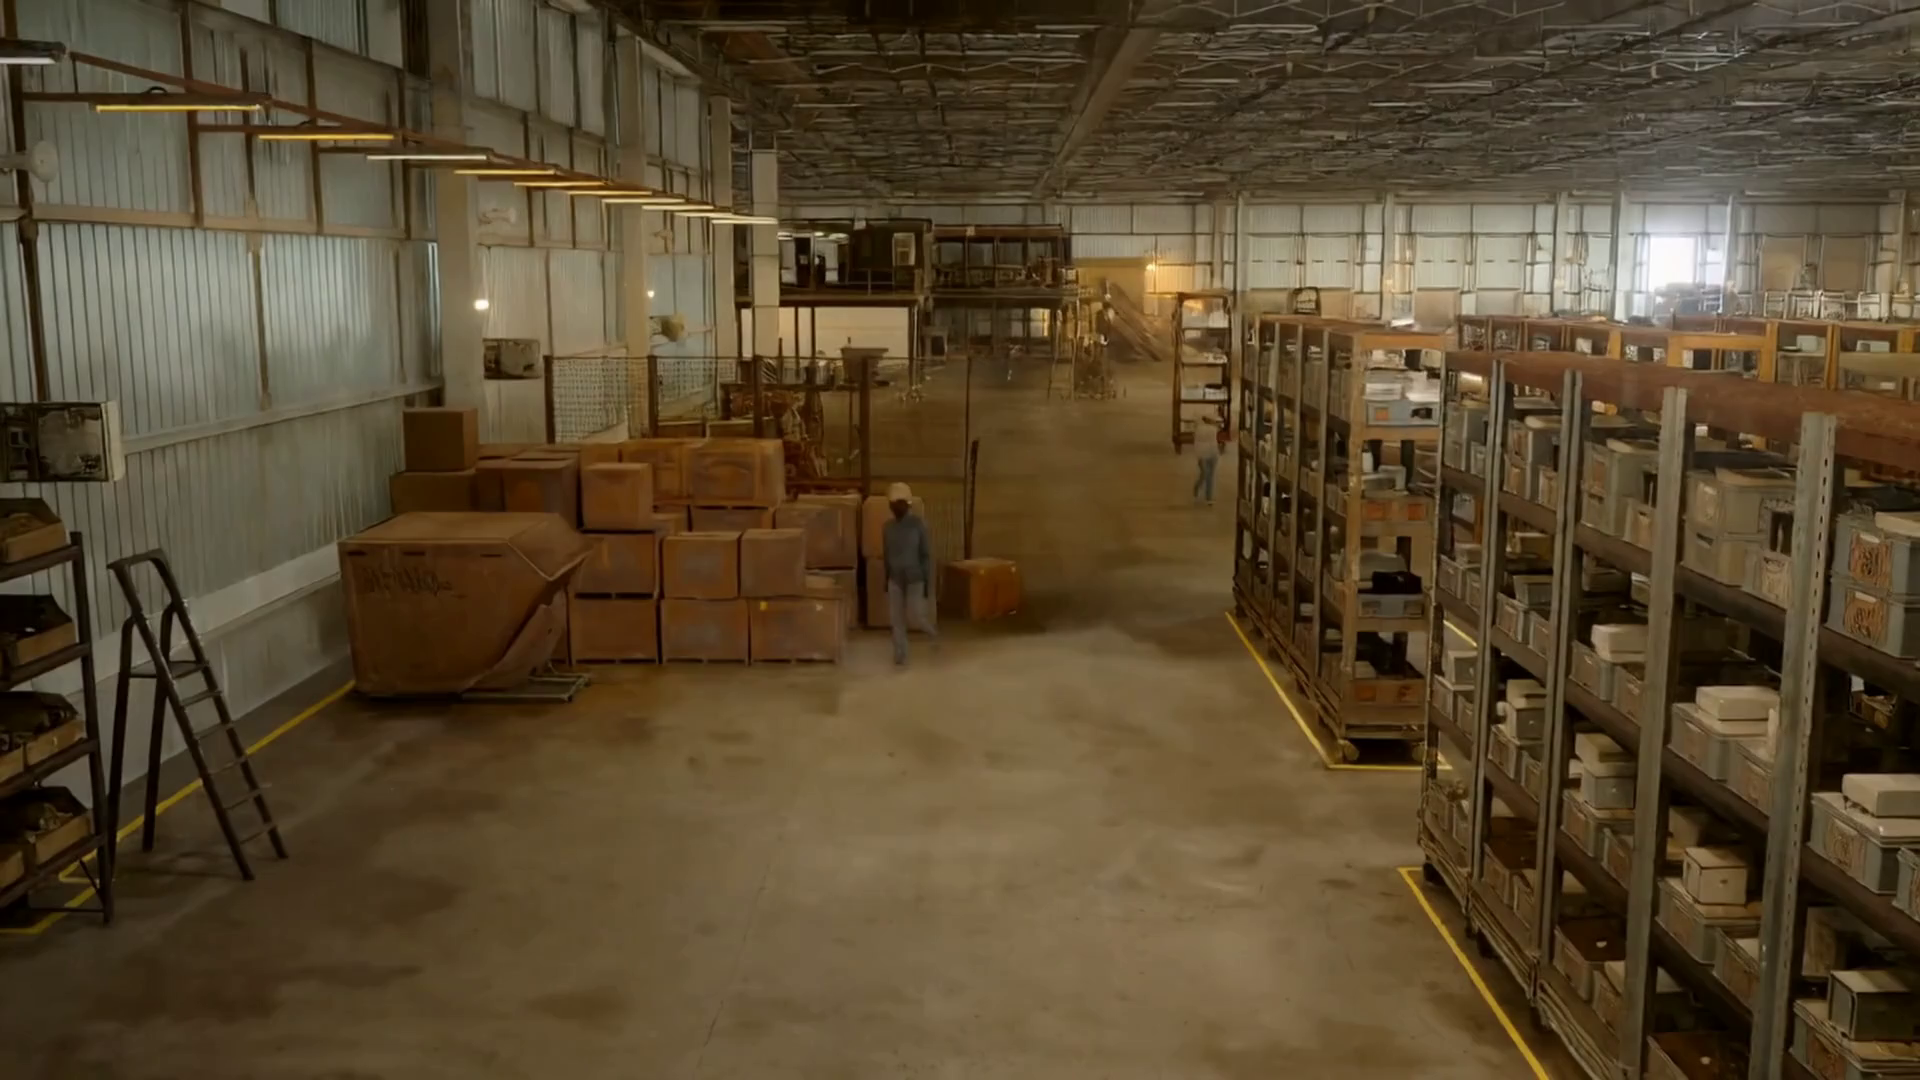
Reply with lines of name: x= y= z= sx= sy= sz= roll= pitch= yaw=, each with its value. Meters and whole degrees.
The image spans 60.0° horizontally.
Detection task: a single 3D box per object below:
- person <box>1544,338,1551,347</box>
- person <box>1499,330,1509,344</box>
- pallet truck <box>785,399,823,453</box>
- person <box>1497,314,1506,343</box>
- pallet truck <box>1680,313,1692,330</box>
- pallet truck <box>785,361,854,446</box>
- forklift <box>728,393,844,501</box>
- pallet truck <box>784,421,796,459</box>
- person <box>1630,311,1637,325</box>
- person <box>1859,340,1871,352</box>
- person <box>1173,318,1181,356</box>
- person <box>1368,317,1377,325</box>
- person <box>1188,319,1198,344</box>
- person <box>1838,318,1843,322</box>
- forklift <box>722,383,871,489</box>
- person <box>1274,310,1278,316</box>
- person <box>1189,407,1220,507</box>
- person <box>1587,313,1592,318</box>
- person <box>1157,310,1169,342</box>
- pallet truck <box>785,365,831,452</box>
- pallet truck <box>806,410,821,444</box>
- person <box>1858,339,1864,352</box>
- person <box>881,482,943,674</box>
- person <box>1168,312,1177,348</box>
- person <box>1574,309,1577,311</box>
person: x=19.940 y=-5.935 z=56.398 sx=0.404 sy=1.833 sz=0.589 roll=8 pitch=12 yaw=42
person: x=25.191 y=-9.329 z=77.173 sx=0.990 sy=1.883 sz=0.559 roll=-3 pitch=10 yaw=-17
pallet truck: x=-3.814 y=-2.432 z=36.419 sx=1.630 sy=1.274 sz=0.653 roll=0 pitch=9 yaw=1
person: x=28.094 y=-10.751 z=85.993 sx=0.581 sy=1.868 sz=0.412 roll=6 pitch=11 yaw=32
pallet truck: x=36.315 y=-10.531 z=84.244 sx=0.823 sy=1.965 sz=1.885 roll=-6 pitch=11 yaw=-33
pallet truck: x=-3.410 y=-3.193 z=38.978 sx=1.885 sy=1.965 sz=0.823 roll=0 pitch=9 yaw=-1
forklift: x=-2.979 y=-1.316 z=26.476 sx=2.680 sy=1.987 sz=1.157 roll=0 pitch=9 yaw=1
pallet truck: x=-4.013 y=-1.793 z=32.705 sx=1.601 sy=1.201 sz=0.680 roll=0 pitch=9 yaw=1
person: x=36.811 y=-11.611 z=91.194 sx=0.798 sy=1.894 sz=0.611 roll=5 pitch=11 yaw=30
person: x=31.679 y=-6.284 z=58.426 sx=0.740 sy=1.882 sz=0.653 roll=8 pitch=12 yaw=41
person: x=10.518 y=-9.827 z=80.395 sx=0.528 sy=1.838 sz=0.344 roll=-7 pitch=11 yaw=-35
person: x=19.898 y=-9.833 z=80.301 sx=0.595 sy=1.879 sz=0.532 roll=1 pitch=9 yaw=8
person: x=13.106 y=-11.927 z=93.082 sx=0.648 sy=1.917 sz=0.690 roll=-1 pitch=9 yaw=-6
person: x=41.324 y=-9.477 z=78.139 sx=0.537 sy=1.867 sz=0.314 roll=4 pitch=10 yaw=24
forklift: x=-2.893 y=-1.687 z=28.729 sx=2.680 sy=1.987 sz=1.157 roll=0 pitch=9 yaw=-1
person: x=17.819 y=-12.132 z=94.420 sx=0.602 sy=1.907 sz=0.545 roll=-9 pitch=13 yaw=-43
person: x=4.272 y=-1.442 z=28.944 sx=0.526 sy=1.754 sz=0.416 roll=-6 pitch=11 yaw=-33
person: x=32.283 y=-10.691 z=85.478 sx=0.585 sy=1.917 sz=0.382 roll=9 pitch=13 yaw=44
person: x=11.746 y=-12.398 z=96.305 sx=0.972 sy=1.829 sz=0.528 roll=-7 pitch=11 yaw=-35
pallet truck: x=-3.774 y=-2.976 z=37.635 sx=1.885 sy=1.965 sz=0.823 roll=1 pitch=9 yaw=5
pallet truck: x=-3.559 y=-2.018 z=33.905 sx=1.522 sy=1.261 sz=0.704 roll=0 pitch=9 yaw=-1
person: x=34.875 y=-7.225 z=64.018 sx=0.740 sy=1.936 sz=0.634 roll=1 pitch=9 yaw=5
person: x=-0.522 y=0.372 z=17.070 sx=0.627 sy=1.972 sz=0.655 roll=6 pitch=11 yaw=35
person: x=11.350 y=-11.140 z=88.244 sx=0.379 sy=1.916 sz=0.596 roll=-4 pitch=10 yaw=-25
person: x=34.289 y=-11.898 z=92.848 sx=0.349 sy=1.942 sz=0.545 roll=2 pitch=9 yaw=14
